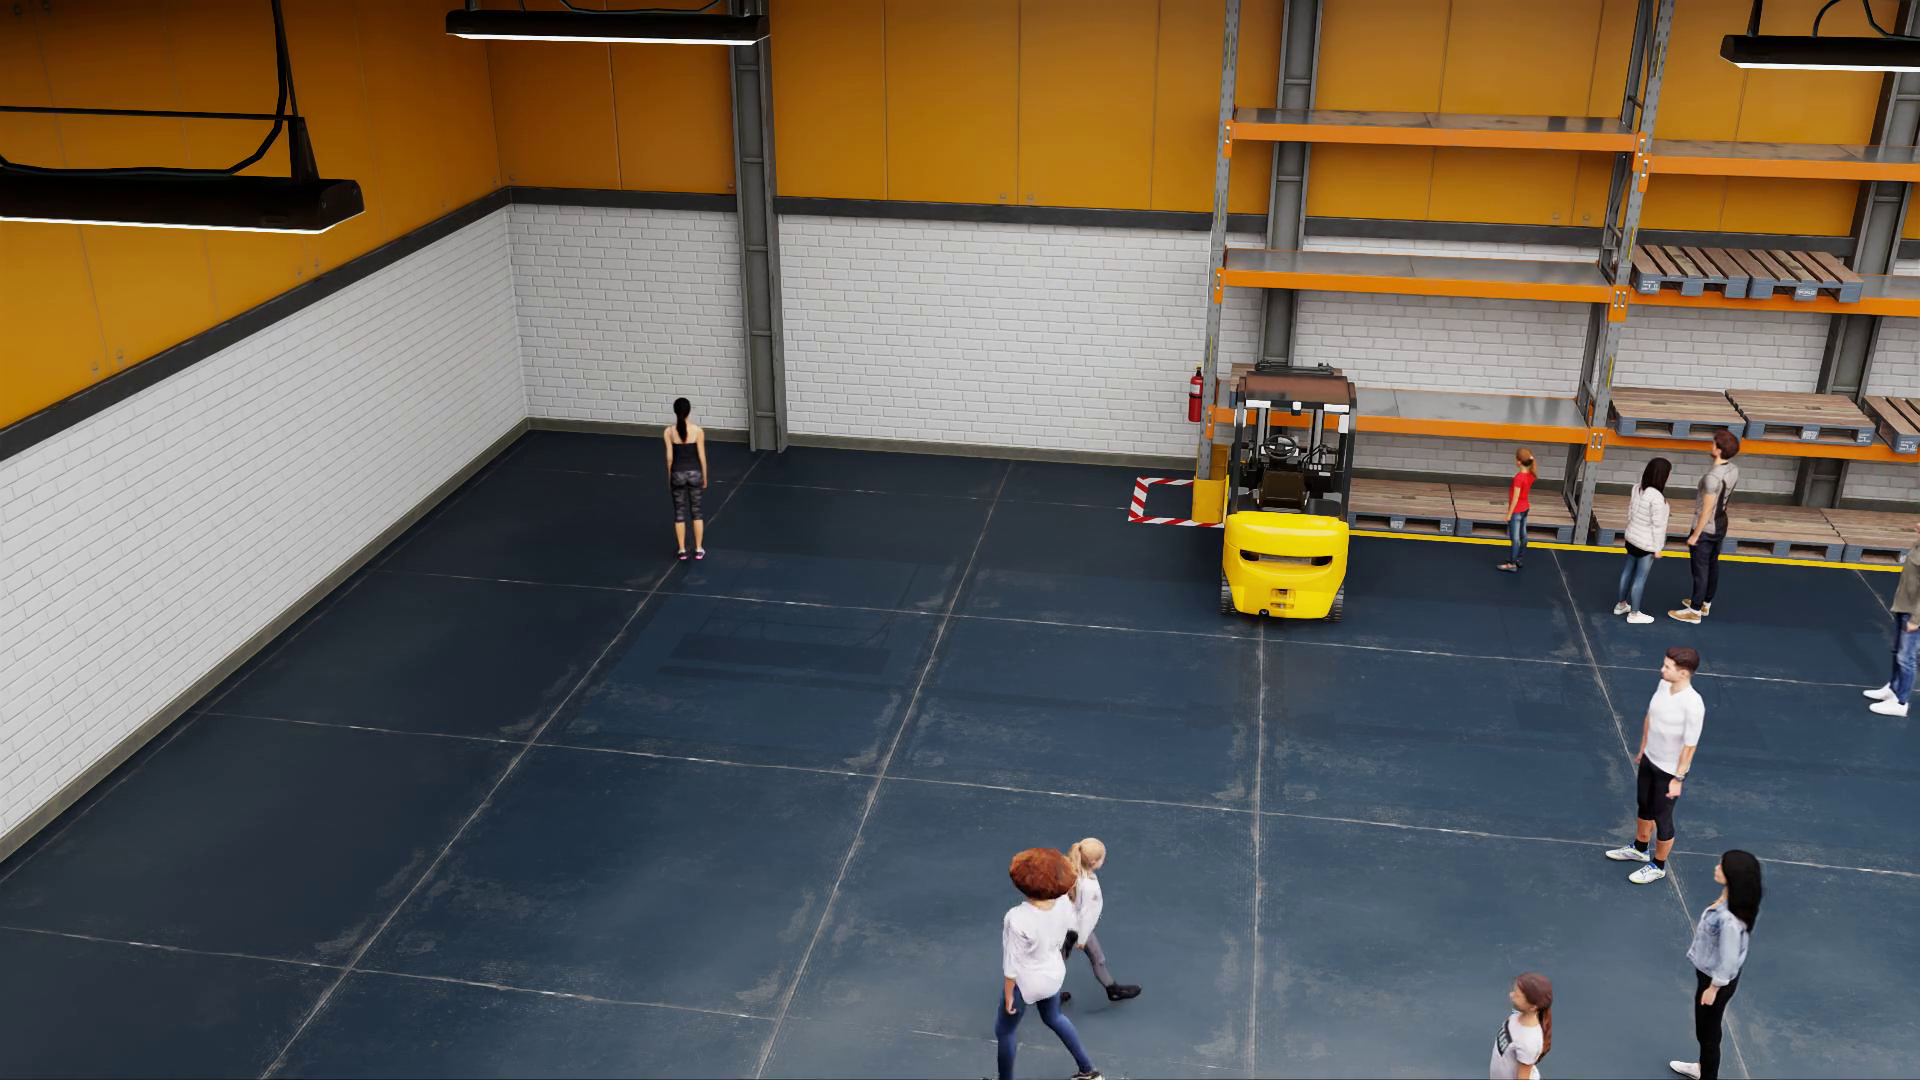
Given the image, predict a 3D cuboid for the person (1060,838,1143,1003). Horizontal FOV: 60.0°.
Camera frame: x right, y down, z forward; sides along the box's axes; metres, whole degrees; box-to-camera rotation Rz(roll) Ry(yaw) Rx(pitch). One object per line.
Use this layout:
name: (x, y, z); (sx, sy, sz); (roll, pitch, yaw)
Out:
person: (0.700, 2.468, 10.577); (0.940, 1.248, 0.716); (-6, 24, -14)

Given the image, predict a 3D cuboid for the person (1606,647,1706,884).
person: (5.037, 1.574, 11.867); (0.682, 1.853, 0.730); (-3, 24, -8)

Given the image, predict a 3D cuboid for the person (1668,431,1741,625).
person: (7.084, -0.127, 15.706); (0.737, 1.896, 0.770); (-19, 30, -37)

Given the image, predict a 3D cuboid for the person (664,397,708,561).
person: (-2.800, -0.627, 17.062); (0.569, 1.726, 0.687); (-4, 24, -9)

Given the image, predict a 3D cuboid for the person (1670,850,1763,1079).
person: (4.450, 2.564, 9.782); (0.641, 1.710, 0.664); (12, 26, 25)

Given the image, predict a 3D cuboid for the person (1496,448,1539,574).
person: (5.679, -0.309, 16.855); (0.575, 1.309, 0.622); (-21, 31, -40)

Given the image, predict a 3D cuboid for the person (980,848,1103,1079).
person: (0.517, 2.573, 9.778); (0.987, 1.696, 0.912); (18, 29, 35)

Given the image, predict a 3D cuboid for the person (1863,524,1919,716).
person: (8.103, 0.597, 14.090); (0.594, 1.863, 0.698); (6, 24, 13)

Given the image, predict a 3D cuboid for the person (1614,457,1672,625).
person: (6.472, -0.008, 15.759); (0.685, 1.635, 0.696); (-6, 24, -13)

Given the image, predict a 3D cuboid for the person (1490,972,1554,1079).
person: (3.009, 2.984, 9.006); (0.527, 1.563, 0.539); (5, 24, 12)
